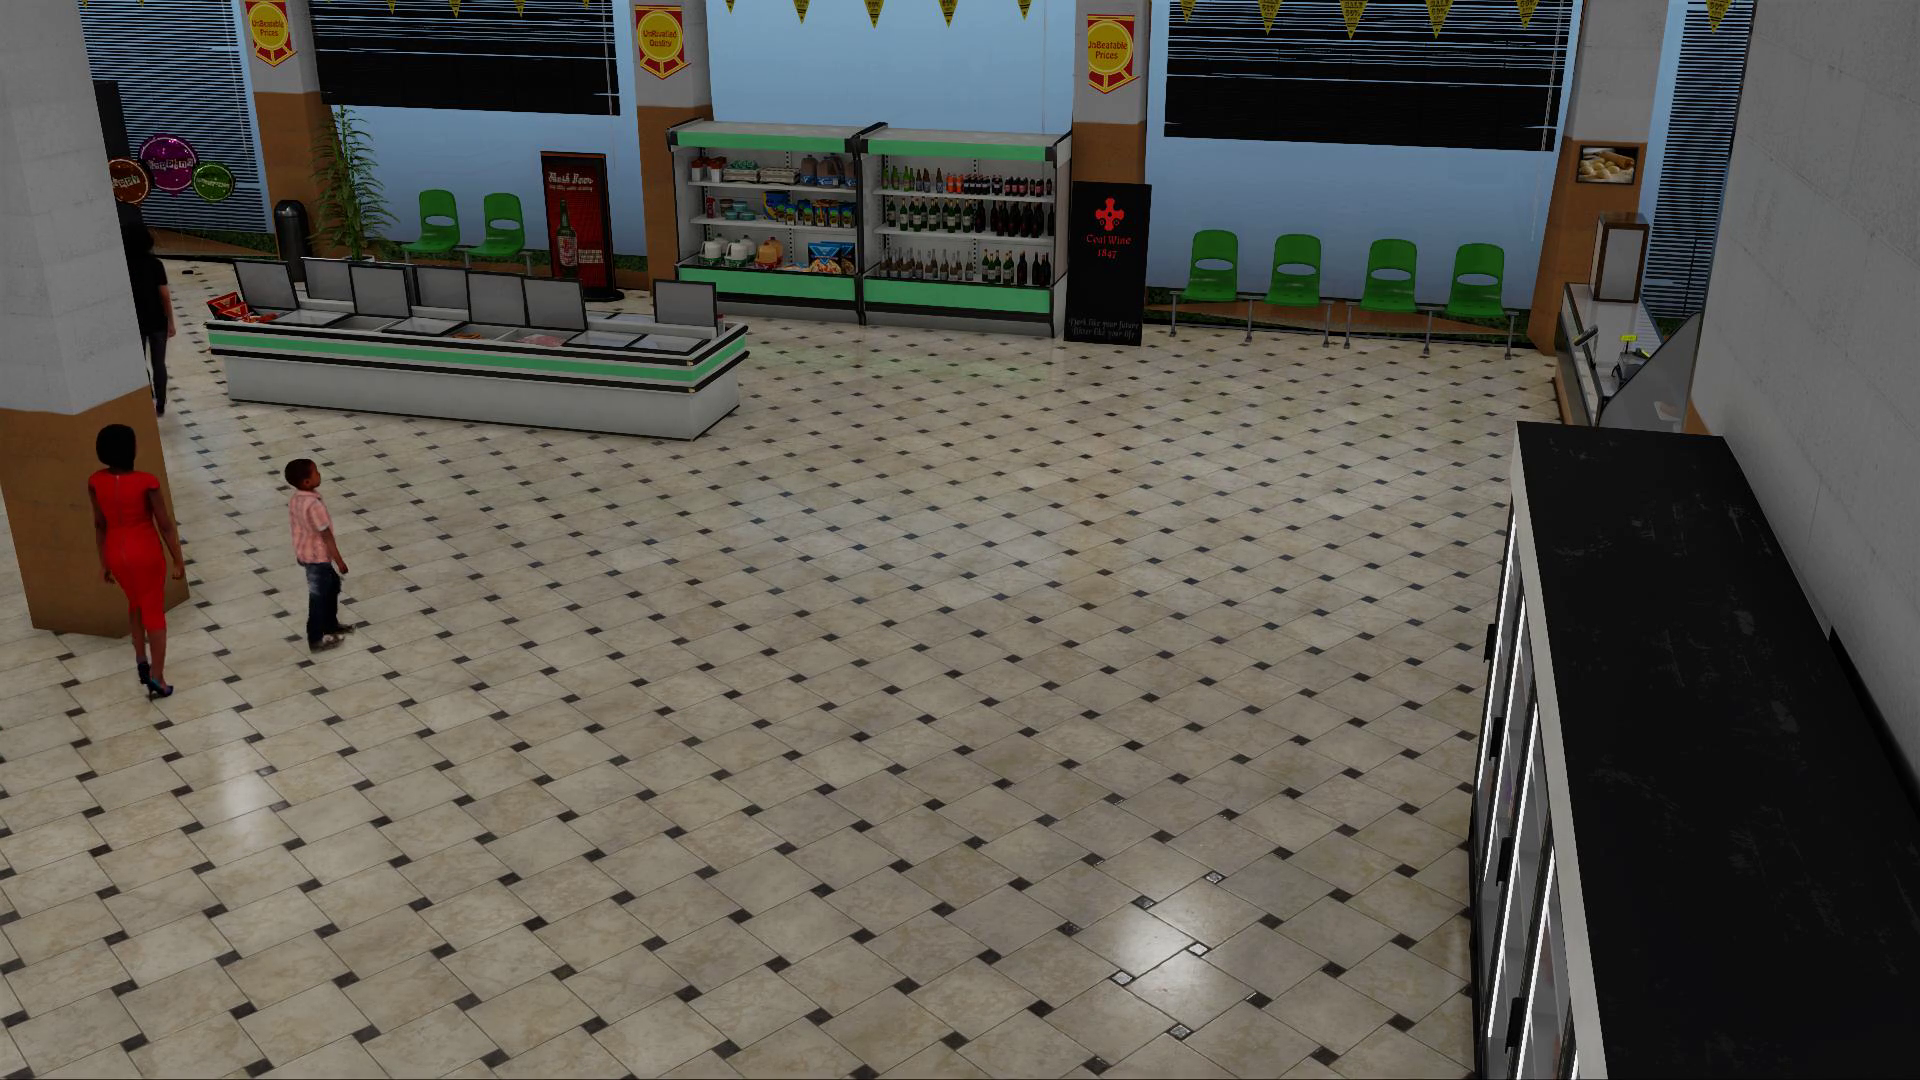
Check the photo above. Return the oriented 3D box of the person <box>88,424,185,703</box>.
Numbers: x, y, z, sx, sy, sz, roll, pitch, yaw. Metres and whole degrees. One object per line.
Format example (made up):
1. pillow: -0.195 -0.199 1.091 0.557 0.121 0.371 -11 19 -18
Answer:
1. person: -4.934 0.179 9.890 0.628 1.733 0.737 0 22 -1

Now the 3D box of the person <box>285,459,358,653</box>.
1. person: -4.184 0.112 10.641 0.693 1.297 0.631 -18 28 -38

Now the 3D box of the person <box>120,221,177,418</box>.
1. person: -7.396 -1.957 15.101 0.914 1.812 0.972 -12 25 -28
